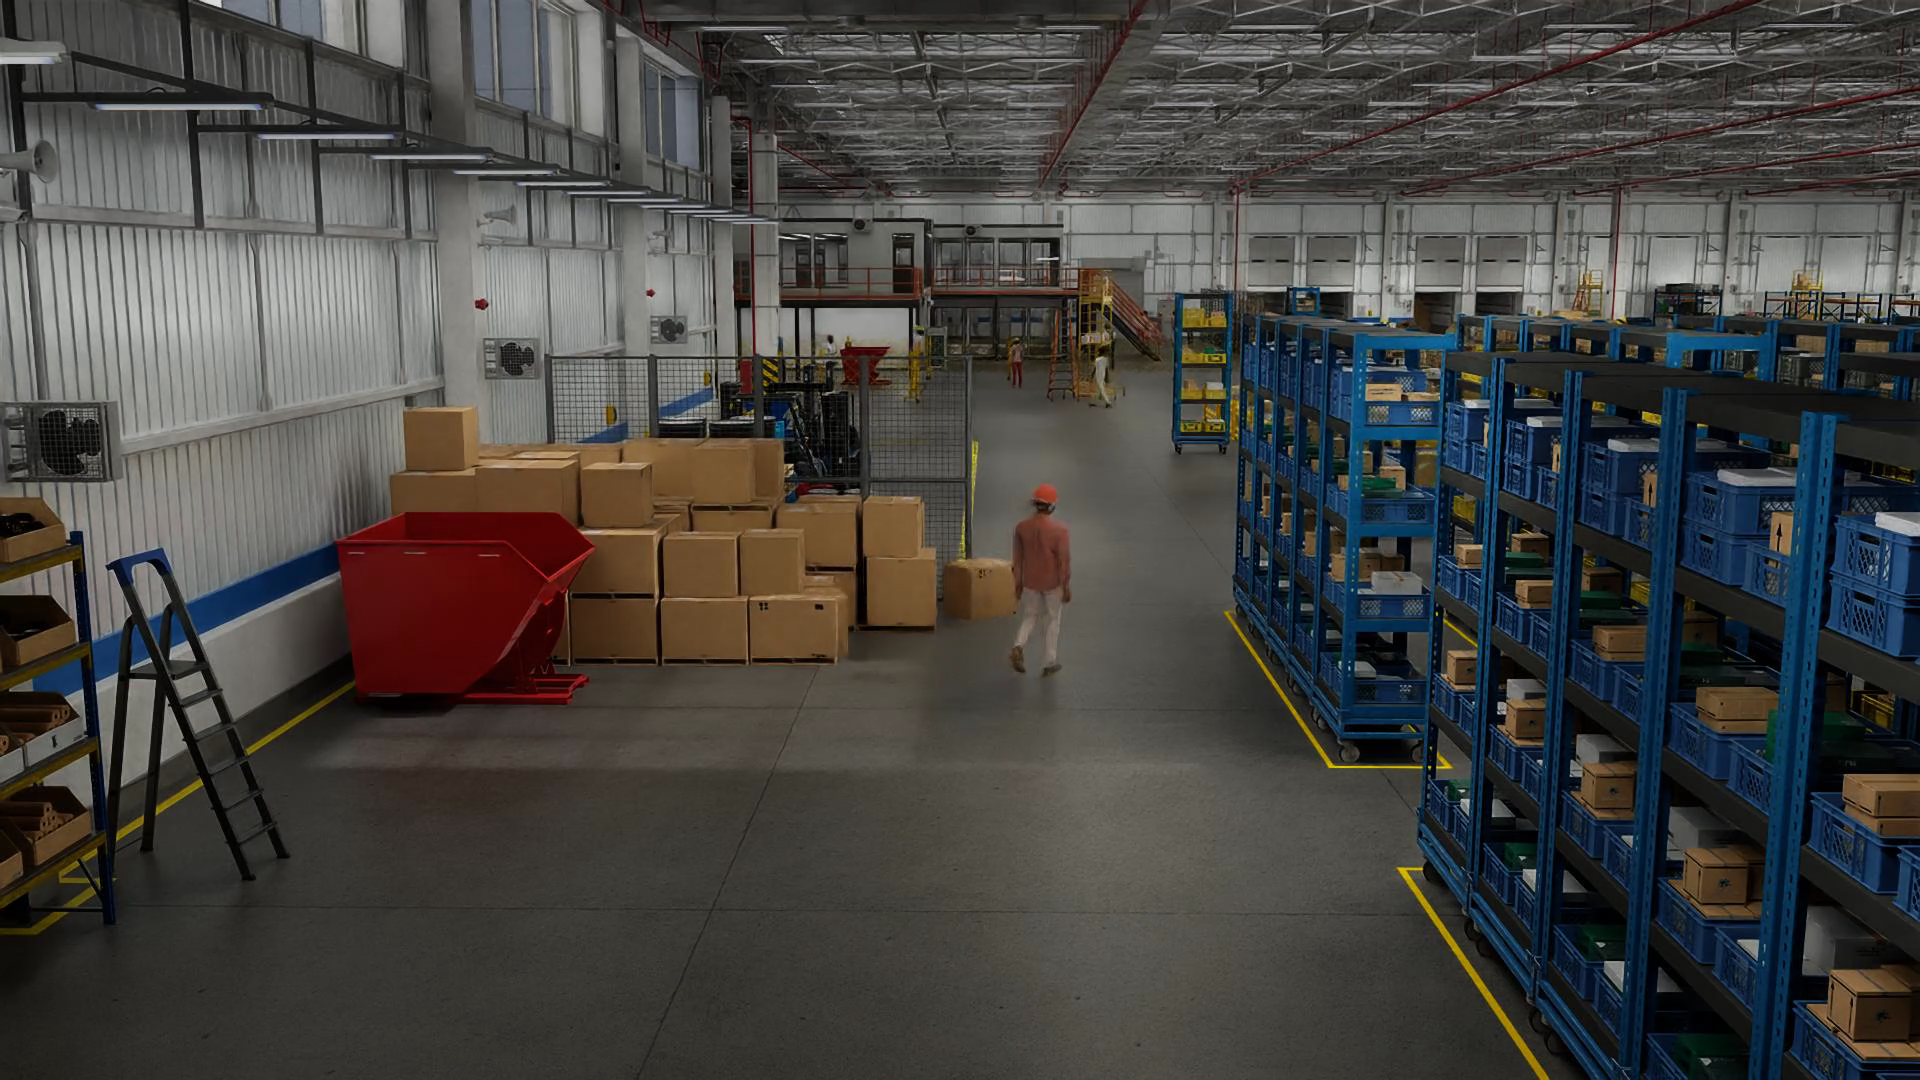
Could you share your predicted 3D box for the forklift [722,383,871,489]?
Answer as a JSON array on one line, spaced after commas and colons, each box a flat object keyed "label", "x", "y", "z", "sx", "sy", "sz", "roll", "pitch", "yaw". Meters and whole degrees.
[{"label": "forklift", "x": -2.893, "y": -1.687, "z": 28.729, "sx": 2.680, "sy": 1.987, "sz": 1.157, "roll": 0, "pitch": 9, "yaw": -1}]

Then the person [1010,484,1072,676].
[{"label": "person", "x": 0.812, "y": 0.424, "z": 16.733, "sx": 0.619, "sy": 1.976, "sz": 0.643, "roll": 6, "pitch": 11, "yaw": 31}]

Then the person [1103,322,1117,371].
[{"label": "person", "x": 6.043, "y": -7.931, "z": 68.070, "sx": 0.688, "sy": 2.000, "sz": 0.536, "roll": -5, "pitch": 11, "yaw": -29}]

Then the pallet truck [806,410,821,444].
[{"label": "pallet truck", "x": -3.559, "y": -2.018, "z": 33.905, "sx": 1.522, "sy": 1.261, "sz": 0.704, "roll": 0, "pitch": 9, "yaw": -1}]

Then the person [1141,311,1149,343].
[{"label": "person", "x": 10.472, "y": -12.059, "z": 94.171, "sx": 0.430, "sy": 1.838, "sz": 0.620, "roll": -2, "pitch": 10, "yaw": -15}]

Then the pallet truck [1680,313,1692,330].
[{"label": "pallet truck", "x": 36.315, "y": -10.531, "z": 84.244, "sx": 0.823, "sy": 1.965, "sz": 1.885, "roll": -6, "pitch": 11, "yaw": -33}]

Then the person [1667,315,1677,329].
[{"label": "person", "x": 36.755, "y": -10.653, "z": 85.599, "sx": 0.819, "sy": 1.793, "sz": 0.652, "roll": 7, "pitch": 12, "yaw": 37}]

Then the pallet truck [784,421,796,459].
[{"label": "pallet truck", "x": -4.013, "y": -1.793, "z": 32.705, "sx": 1.601, "sy": 1.201, "sz": 0.680, "roll": 0, "pitch": 9, "yaw": 1}]

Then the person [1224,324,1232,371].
[{"label": "person", "x": 11.025, "y": -7.923, "z": 68.347, "sx": 0.364, "sy": 1.936, "sz": 0.542, "roll": -1, "pitch": 9, "yaw": -5}]

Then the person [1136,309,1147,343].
[{"label": "person", "x": 9.891, "y": -11.581, "z": 90.728, "sx": 0.612, "sy": 1.995, "sz": 0.382, "roll": 1, "pitch": 9, "yaw": 5}]

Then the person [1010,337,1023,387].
[{"label": "person", "x": 1.982, "y": -6.263, "z": 58.657, "sx": 0.526, "sy": 1.761, "sz": 0.333, "roll": -6, "pitch": 11, "yaw": -32}]

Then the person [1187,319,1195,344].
[{"label": "person", "x": 12.912, "y": -11.973, "z": 93.473, "sx": 0.552, "sy": 1.881, "sz": 0.997, "roll": 0, "pitch": 9, "yaw": 1}]

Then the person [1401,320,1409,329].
[{"label": "person", "x": 19.291, "y": -8.494, "z": 71.764, "sx": 0.844, "sy": 2.024, "sz": 0.684, "roll": 0, "pitch": 9, "yaw": 0}]

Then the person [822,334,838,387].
[{"label": "person", "x": -4.643, "y": -6.387, "z": 59.092, "sx": 0.772, "sy": 1.869, "sz": 0.590, "roll": 8, "pitch": 12, "yaw": 41}]

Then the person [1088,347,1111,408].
[{"label": "person", "x": 4.212, "y": -4.851, "z": 49.714, "sx": 0.938, "sy": 1.835, "sz": 0.514, "roll": 8, "pitch": 12, "yaw": 41}]

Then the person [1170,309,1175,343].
[{"label": "person", "x": 12.152, "y": -12.171, "z": 94.570, "sx": 0.370, "sy": 1.928, "sz": 0.585, "roll": 0, "pitch": 9, "yaw": 1}]

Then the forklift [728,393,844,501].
[{"label": "forklift", "x": -2.979, "y": -1.316, "z": 26.476, "sx": 2.680, "sy": 1.987, "sz": 1.157, "roll": 0, "pitch": 9, "yaw": 1}]

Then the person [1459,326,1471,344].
[{"label": "person", "x": 24.424, "y": -9.869, "z": 80.625, "sx": 0.665, "sy": 1.848, "sz": 0.521, "roll": -3, "pitch": 10, "yaw": -17}]

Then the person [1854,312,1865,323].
[{"label": "person", "x": 48.680, "y": -11.428, "z": 90.129, "sx": 0.355, "sy": 1.883, "sz": 0.576, "roll": -8, "pitch": 12, "yaw": -39}]

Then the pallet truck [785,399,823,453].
[{"label": "pallet truck", "x": -3.814, "y": -2.432, "z": 36.419, "sx": 1.630, "sy": 1.274, "sz": 0.653, "roll": 0, "pitch": 9, "yaw": 1}]

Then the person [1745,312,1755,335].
[{"label": "person", "x": 41.555, "y": -11.026, "z": 87.496, "sx": 0.885, "sy": 1.928, "sz": 0.693, "roll": 9, "pitch": 13, "yaw": 44}]

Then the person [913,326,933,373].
[{"label": "person", "x": -1.583, "y": -7.610, "z": 66.604, "sx": 1.031, "sy": 1.867, "sz": 0.600, "roll": 1, "pitch": 9, "yaw": 9}]

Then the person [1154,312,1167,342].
[{"label": "person", "x": 11.583, "y": -12.349, "z": 96.305, "sx": 0.895, "sy": 1.717, "sz": 0.543, "roll": -6, "pitch": 11, "yaw": -33}]

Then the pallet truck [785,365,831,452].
[{"label": "pallet truck", "x": -3.774, "y": -2.976, "z": 37.635, "sx": 1.885, "sy": 1.965, "sz": 0.823, "roll": 1, "pitch": 9, "yaw": 5}]

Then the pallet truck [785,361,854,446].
[{"label": "pallet truck", "x": -3.410, "y": -3.193, "z": 38.978, "sx": 1.885, "sy": 1.965, "sz": 0.823, "roll": 0, "pitch": 9, "yaw": -1}]
